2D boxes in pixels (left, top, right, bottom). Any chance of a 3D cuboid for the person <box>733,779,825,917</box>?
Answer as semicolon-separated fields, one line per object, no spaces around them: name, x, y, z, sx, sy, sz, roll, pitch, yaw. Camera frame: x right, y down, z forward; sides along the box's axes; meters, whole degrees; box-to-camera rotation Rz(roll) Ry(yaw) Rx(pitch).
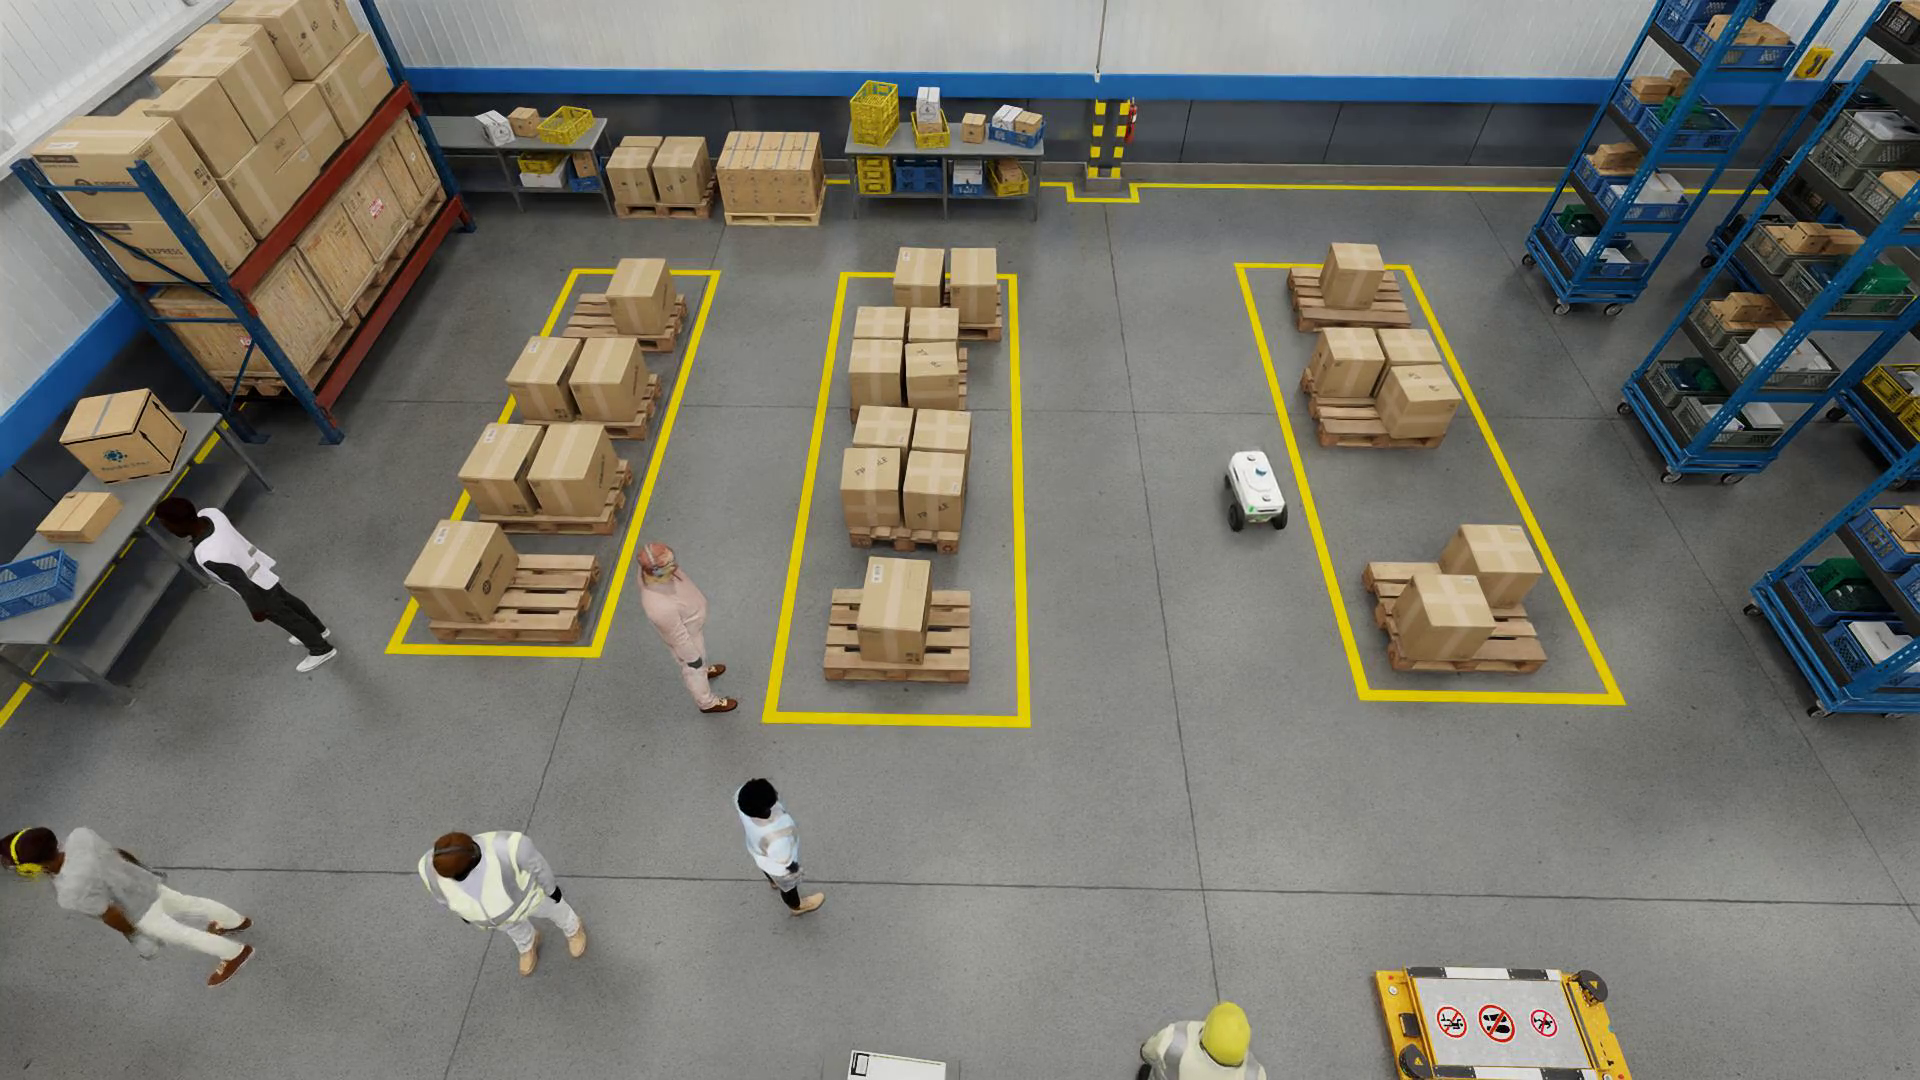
person;-1.192;1.983;5.937;0.321;1.697;0.530;-32;57;-23

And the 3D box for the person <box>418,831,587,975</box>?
person;-2.797;2.220;5.656;0.619;1.838;0.430;-13;52;-11

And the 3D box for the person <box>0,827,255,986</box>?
person;-5.041;2.245;5.636;0.306;1.852;0.589;-22;54;-17

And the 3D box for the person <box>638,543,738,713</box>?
person;-2.060;0.658;6.884;0.408;1.908;0.644;-19;53;-15

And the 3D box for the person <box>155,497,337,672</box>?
person;-5.513;0.328;7.145;0.386;1.918;0.595;-26;56;-20

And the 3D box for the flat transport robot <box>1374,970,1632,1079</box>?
flat transport robot;3.501;3.133;5.914;1.431;0.197;0.652;1;51;1

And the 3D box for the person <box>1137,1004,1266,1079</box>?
person;1.303;2.934;5.077;0.602;1.830;0.404;18;53;14

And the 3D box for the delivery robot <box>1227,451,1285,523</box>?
delivery robot;2.794;-0.519;8.651;0.477;0.478;0.707;-3;51;-3
